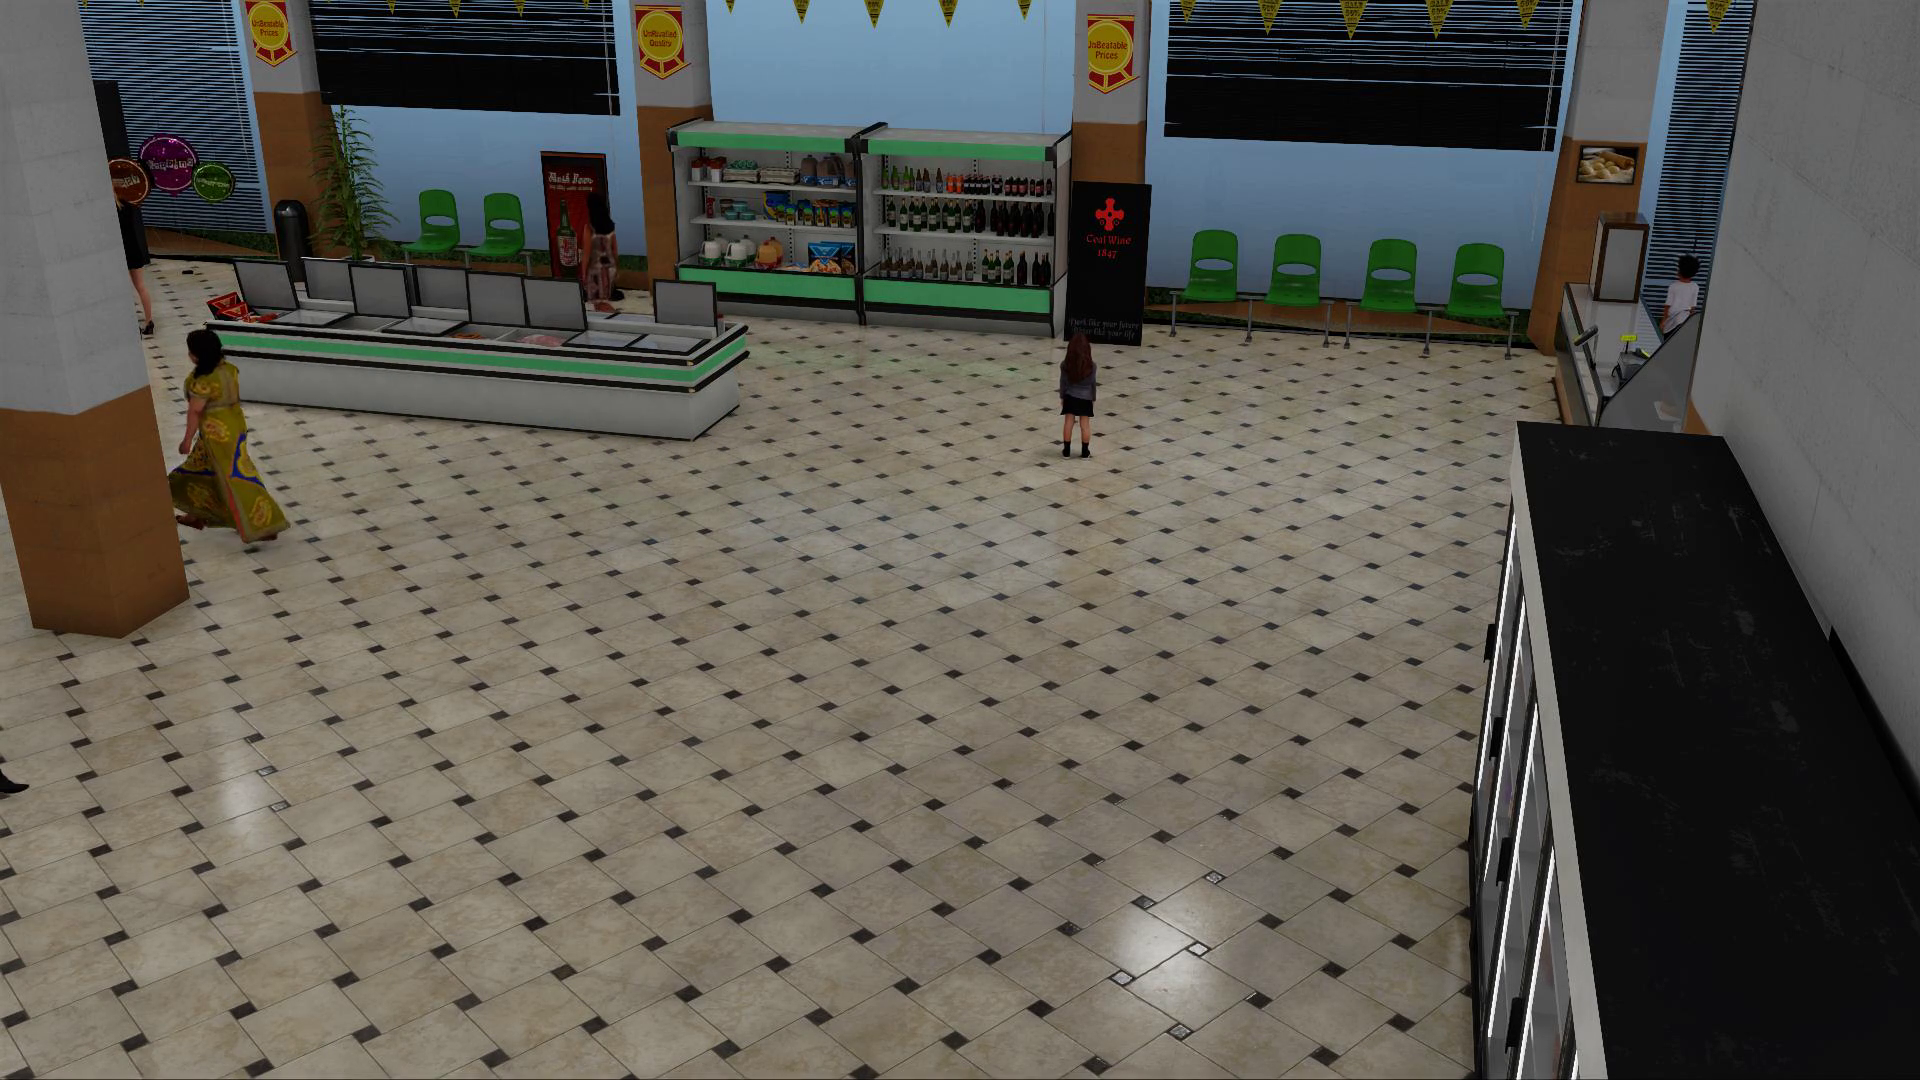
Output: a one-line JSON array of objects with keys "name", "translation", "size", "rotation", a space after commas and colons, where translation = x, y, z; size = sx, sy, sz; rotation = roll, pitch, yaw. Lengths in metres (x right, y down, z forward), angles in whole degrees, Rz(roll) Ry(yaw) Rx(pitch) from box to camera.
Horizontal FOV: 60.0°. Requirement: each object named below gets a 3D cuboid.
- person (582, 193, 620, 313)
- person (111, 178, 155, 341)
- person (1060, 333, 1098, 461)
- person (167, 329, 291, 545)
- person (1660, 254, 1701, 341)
[{"name": "person", "translation": [-3.702, -2.784, 17.413], "size": [1.089, 1.623, 0.784], "rotation": [11, 25, 26]}, {"name": "person", "translation": [-8.981, -3.036, 17.845], "size": [0.509, 1.767, 0.576], "rotation": [6, 23, 15]}, {"name": "person", "translation": [1.008, -1.239, 14.261], "size": [0.411, 1.105, 0.546], "rotation": [3, 22, 7]}, {"name": "person", "translation": [-5.375, -0.729, 12.310], "size": [1.363, 1.613, 0.917], "rotation": [1, 22, 3]}, {"name": "person", "translation": [7.108, -2.204, 16.449], "size": [0.544, 1.265, 0.625], "rotation": [-3, 22, -6]}]
